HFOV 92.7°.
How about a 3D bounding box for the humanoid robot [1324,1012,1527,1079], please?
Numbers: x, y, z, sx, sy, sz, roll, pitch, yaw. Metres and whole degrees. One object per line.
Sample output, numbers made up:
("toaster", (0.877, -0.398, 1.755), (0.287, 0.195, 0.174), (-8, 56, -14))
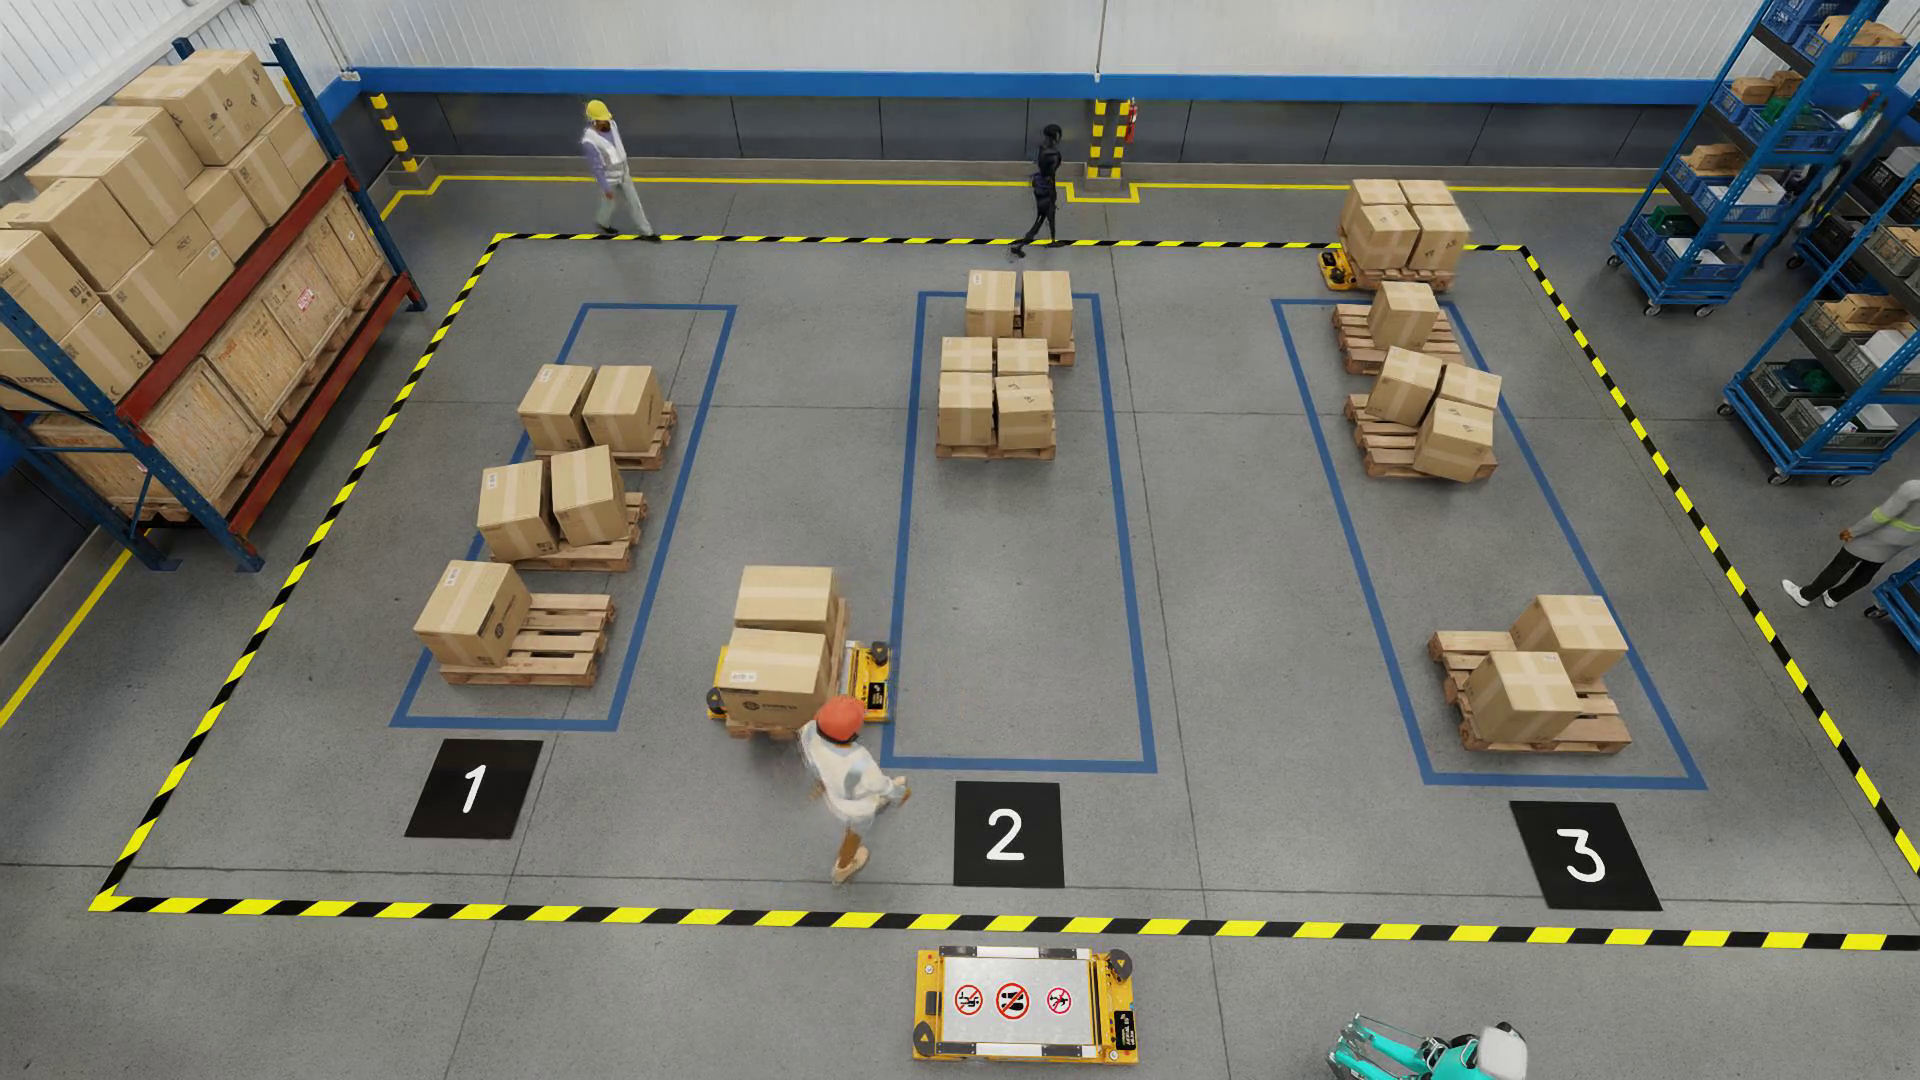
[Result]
("humanoid robot", (2.450, 2.865, 5.115), (0.533, 1.679, 0.735), (-36, 59, -26))

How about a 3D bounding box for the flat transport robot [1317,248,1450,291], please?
("flat transport robot", (5.175, -3.326, 11.179), (1.431, 0.197, 0.652), (1, 51, 1))

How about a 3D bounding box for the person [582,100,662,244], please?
("person", (-4.268, -4.463, 11.139), (0.864, 1.798, 0.600), (20, 53, 15))

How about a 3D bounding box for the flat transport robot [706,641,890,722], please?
("flat transport robot", (-1.316, 1.143, 7.536), (1.431, 0.197, 0.652), (1, 51, 1))

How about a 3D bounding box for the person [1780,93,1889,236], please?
("person", (10.728, -4.608, 11.262), (0.648, 1.788, 0.804), (-7, 51, -6))

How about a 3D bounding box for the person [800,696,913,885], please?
("person", (-0.658, 1.583, 6.084), (0.613, 2.000, 0.906), (36, 59, 26))

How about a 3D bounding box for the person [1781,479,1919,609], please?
("person", (7.622, -0.074, 7.524), (0.594, 1.852, 0.366), (4, 51, 3))

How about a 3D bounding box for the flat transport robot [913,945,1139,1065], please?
("flat transport robot", (0.422, 3.041, 6.007), (1.431, 0.231, 0.659), (1, 51, 1))

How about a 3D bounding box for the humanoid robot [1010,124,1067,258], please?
("humanoid robot", (0.976, -4.190, 11.018), (0.740, 1.641, 0.598), (-8, 51, -7))

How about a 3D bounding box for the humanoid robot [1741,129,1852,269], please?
("humanoid robot", (9.932, -4.061, 10.890), (0.601, 1.639, 0.615), (27, 56, 20))
